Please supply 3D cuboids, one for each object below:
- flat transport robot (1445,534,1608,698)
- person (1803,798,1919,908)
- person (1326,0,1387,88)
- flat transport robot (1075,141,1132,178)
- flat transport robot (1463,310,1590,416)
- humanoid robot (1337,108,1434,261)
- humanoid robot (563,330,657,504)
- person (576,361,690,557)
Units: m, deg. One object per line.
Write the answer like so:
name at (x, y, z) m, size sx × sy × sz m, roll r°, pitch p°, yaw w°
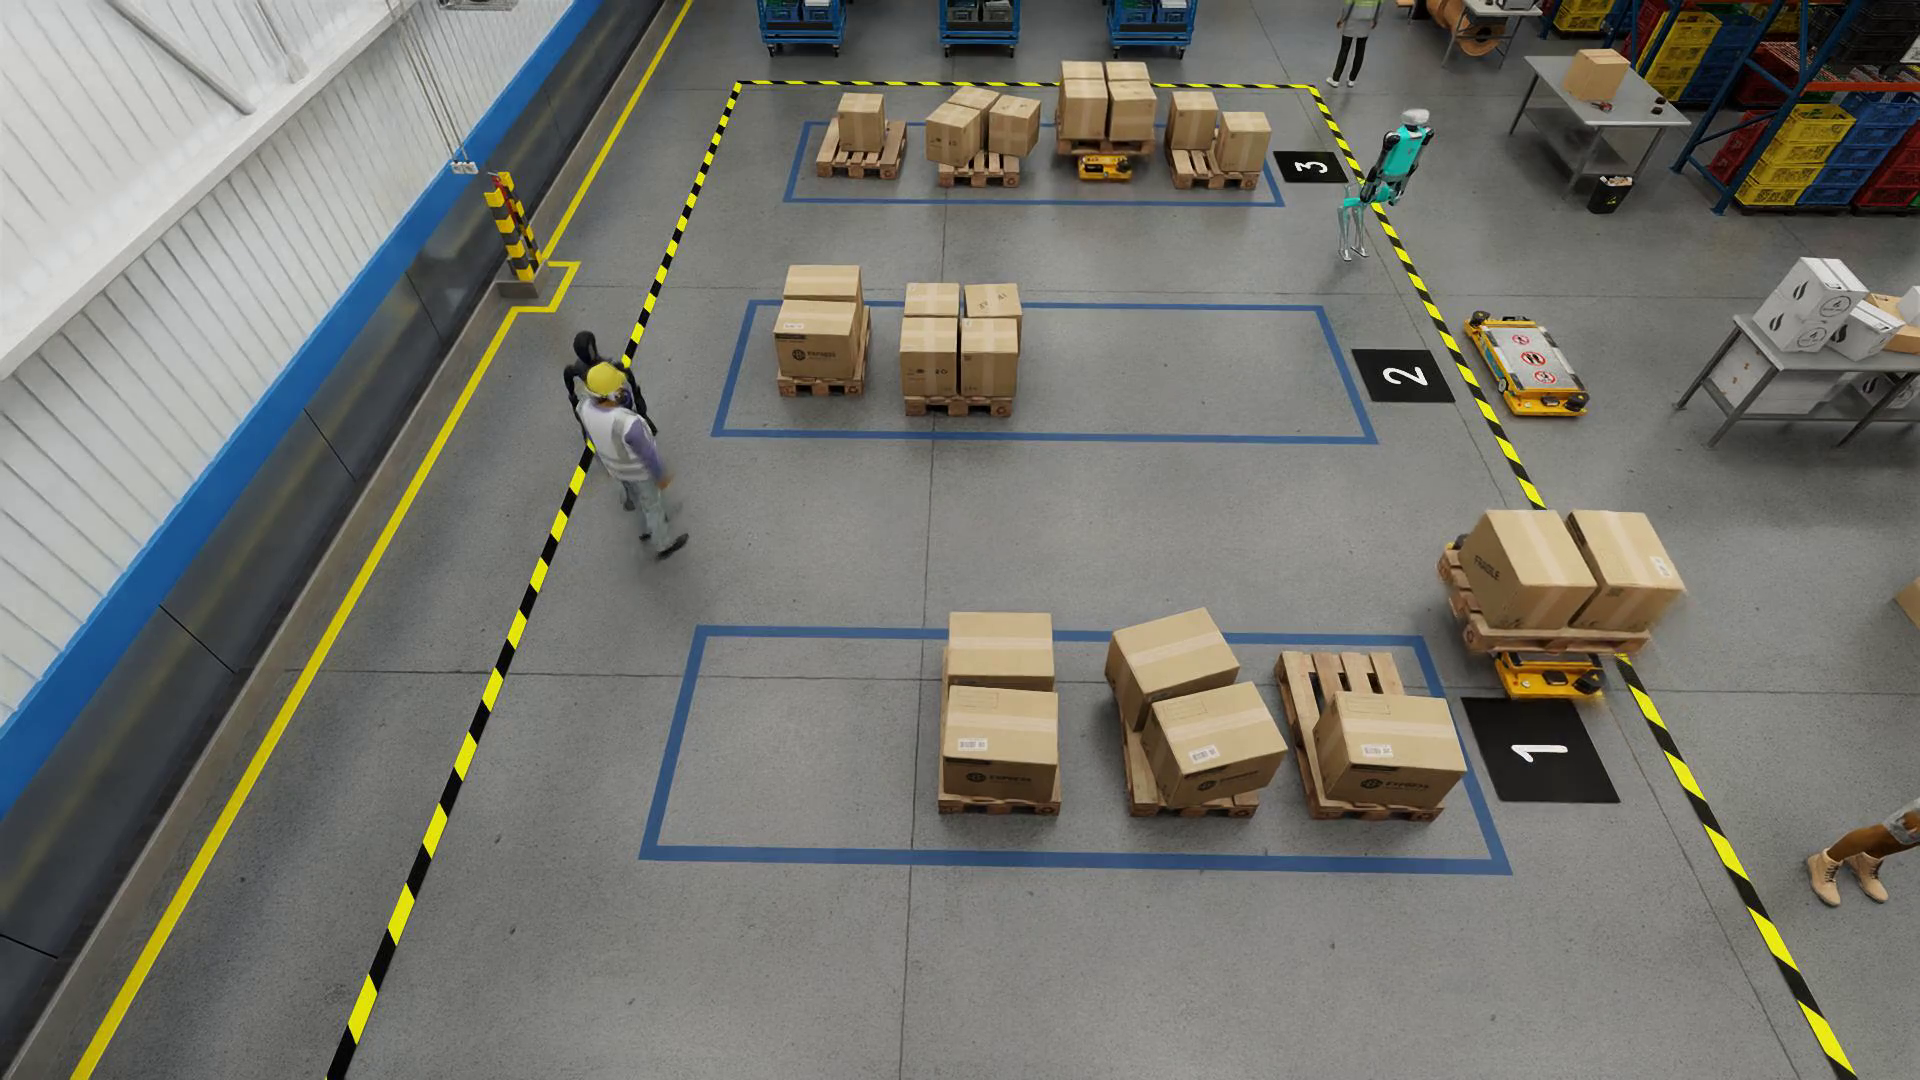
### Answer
flat transport robot at (4.320, 0.549, 7.039) m, size 0.652 × 0.197 × 1.431 m, roll 1°, pitch 49°, yaw 1°
person at (5.611, 1.501, 5.061) m, size 0.604 × 2.045 × 0.375 m, roll -1°, pitch 49°, yaw -1°
person at (5.599, -7.334, 12.837) m, size 0.587 × 1.847 × 0.396 m, roll 1°, pitch 49°, yaw 1°
flat transport robot at (1.849, -5.172, 11.992) m, size 0.652 × 0.197 × 1.431 m, roll 1°, pitch 49°, yaw 1°
flat transport robot at (5.573, -1.757, 9.054) m, size 0.659 × 0.231 × 1.431 m, roll 1°, pitch 49°, yaw 1°
humanoid robot at (4.431, -3.846, 9.801) m, size 0.533 × 1.678 × 0.735 m, roll -13°, pitch 50°, yaw -11°
humanoid robot at (-2.824, -1.034, 7.507) m, size 0.601 × 1.675 × 0.375 m, roll -6°, pitch 49°, yaw -5°
person at (-2.500, -0.600, 7.018) m, size 0.599 × 1.829 × 0.404 m, roll 25°, pitch 54°, yaw 20°
